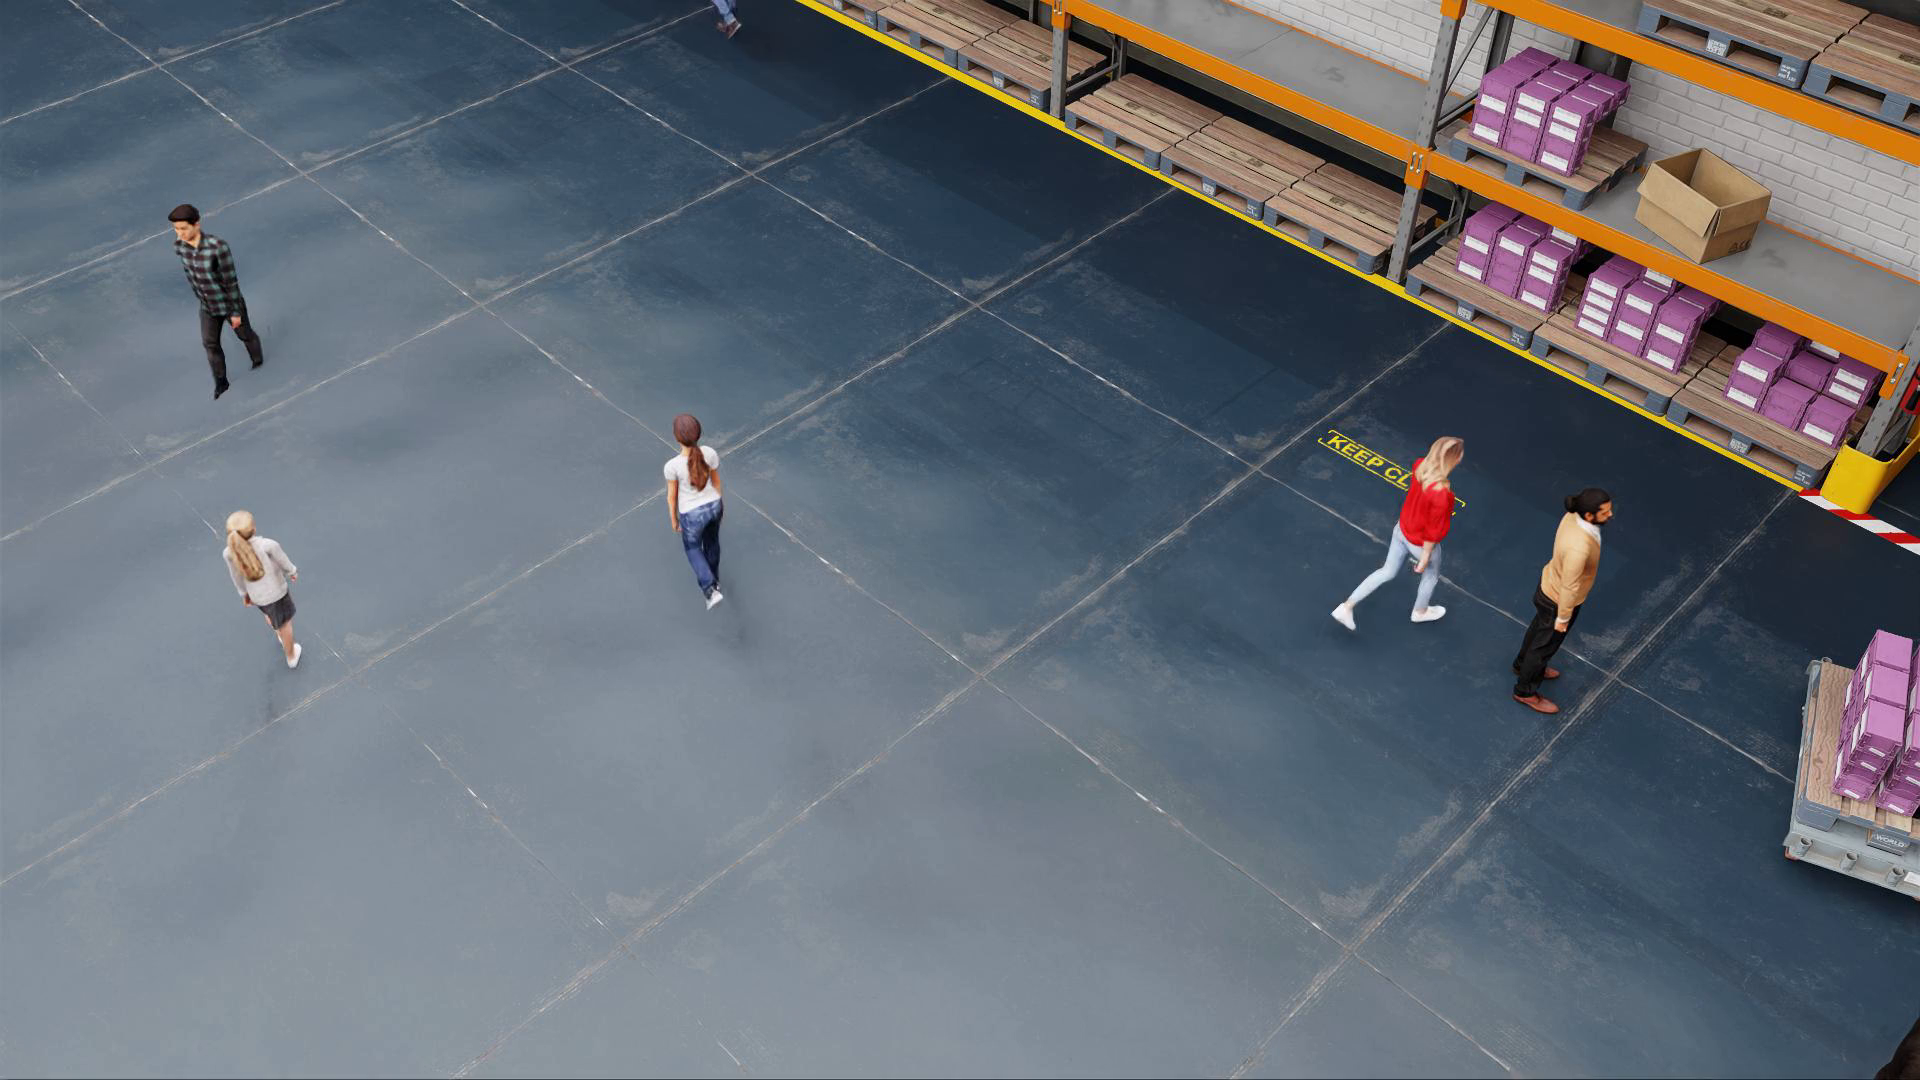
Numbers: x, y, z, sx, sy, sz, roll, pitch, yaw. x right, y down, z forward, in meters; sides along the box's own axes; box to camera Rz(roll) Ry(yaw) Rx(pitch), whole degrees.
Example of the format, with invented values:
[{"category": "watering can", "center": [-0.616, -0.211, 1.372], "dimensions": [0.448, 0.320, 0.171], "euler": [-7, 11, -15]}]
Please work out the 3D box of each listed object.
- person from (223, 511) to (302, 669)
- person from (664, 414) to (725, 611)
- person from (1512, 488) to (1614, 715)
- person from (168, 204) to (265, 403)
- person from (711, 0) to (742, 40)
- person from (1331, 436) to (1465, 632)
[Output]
[{"category": "person", "center": [-4.523, 0.352, 10.835], "dimensions": [0.692, 1.258, 0.766], "euler": [-4, 44, -4]}, {"category": "person", "center": [-1.722, -0.163, 11.169], "dimensions": [0.684, 1.543, 0.899], "euler": [-19, 47, -19]}, {"category": "person", "center": [3.789, 0.343, 10.486], "dimensions": [0.756, 1.755, 0.753], "euler": [11, 45, 12]}, {"category": "person", "center": [-5.791, -1.934, 13.077], "dimensions": [0.972, 1.697, 0.980], "euler": [5, 44, 6]}, {"category": "person", "center": [-2.408, -6.003, 17.086], "dimensions": [0.675, 1.838, 0.816], "euler": [-31, 52, -28]}, {"category": "person", "center": [2.917, 0.003, 10.904], "dimensions": [1.003, 1.670, 1.117], "euler": [-12, 45, -13]}]
